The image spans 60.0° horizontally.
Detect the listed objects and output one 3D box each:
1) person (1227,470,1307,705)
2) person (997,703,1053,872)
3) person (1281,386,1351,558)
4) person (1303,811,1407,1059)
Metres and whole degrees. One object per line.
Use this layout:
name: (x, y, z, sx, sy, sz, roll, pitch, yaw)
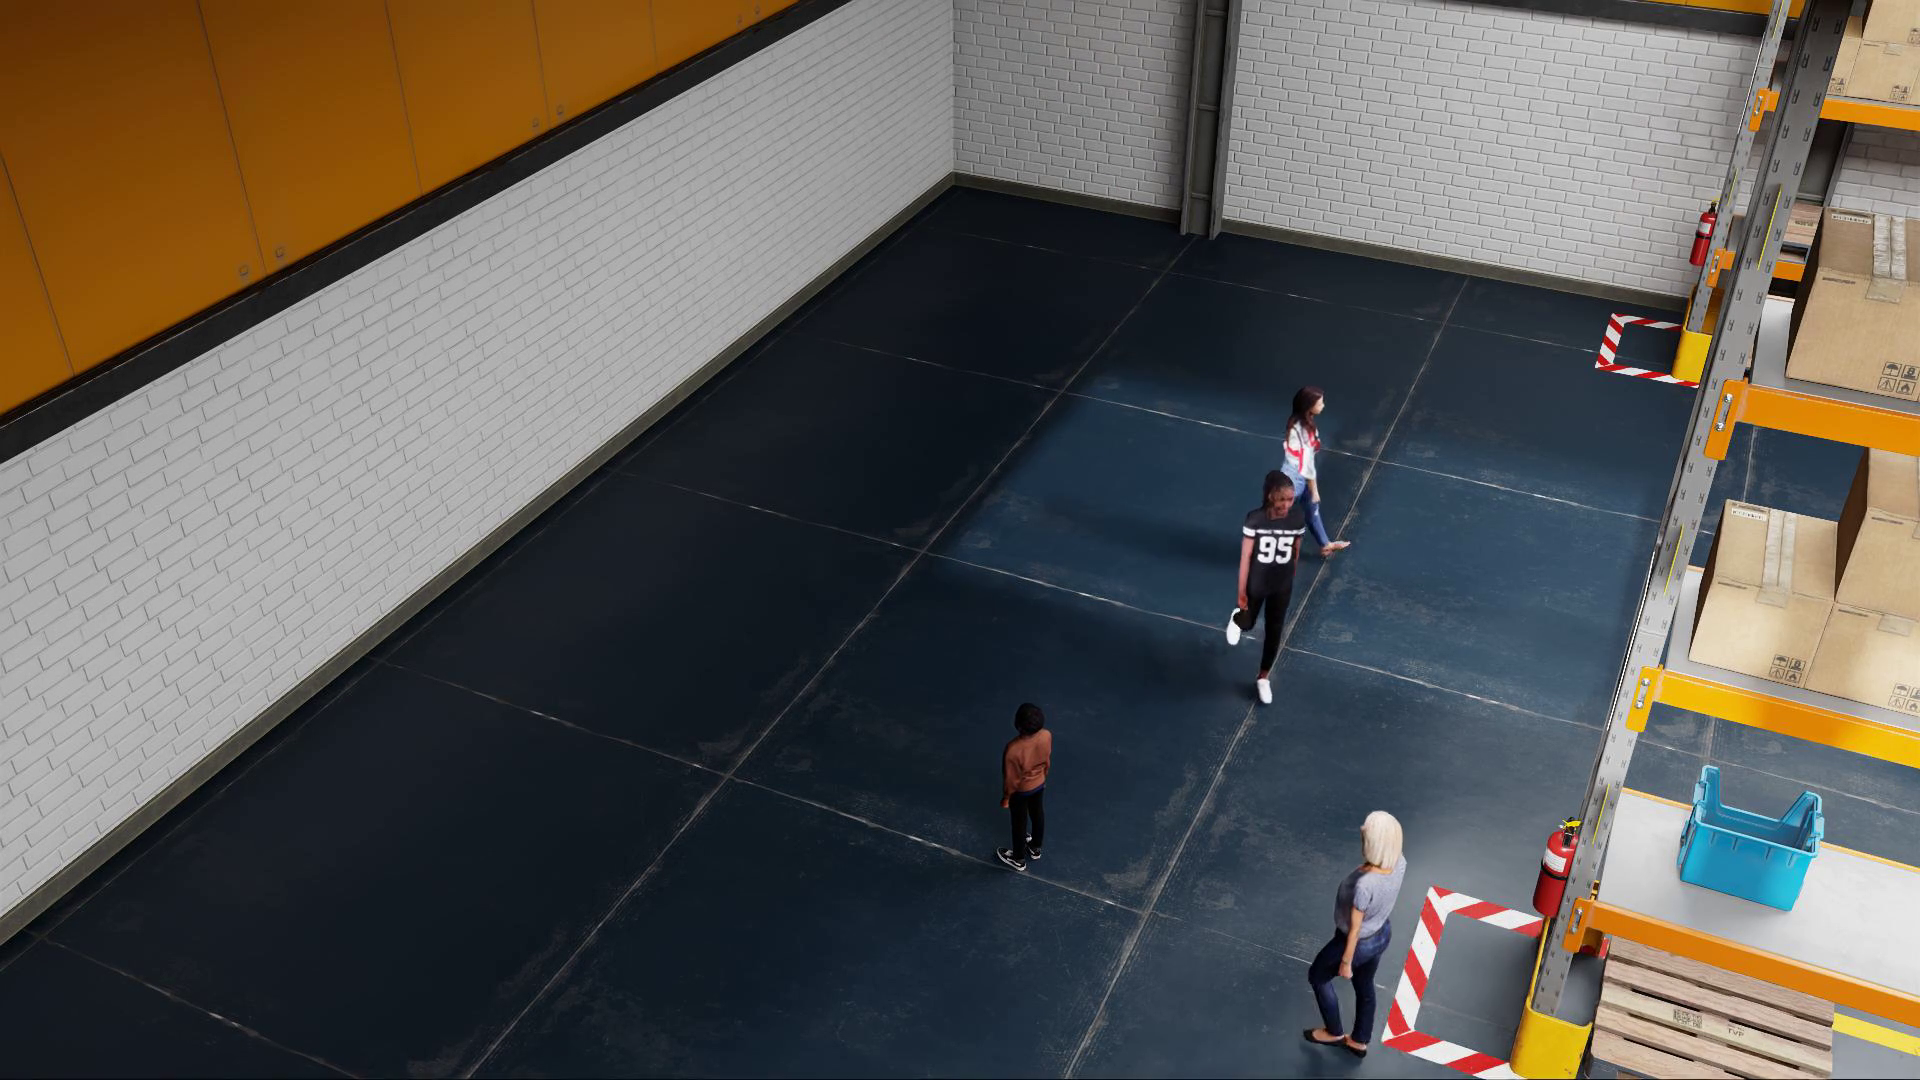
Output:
person: (2.125, 0.268, 11.712, 1.035, 1.712, 0.964, -3, 34, -5)
person: (0.409, 1.508, 10.259, 0.590, 1.255, 0.600, -25, 41, -32)
person: (2.522, -0.463, 12.948, 1.145, 1.562, 0.847, 3, 34, 4)
person: (2.208, 2.164, 8.859, 0.698, 1.712, 0.698, -29, 43, -36)
